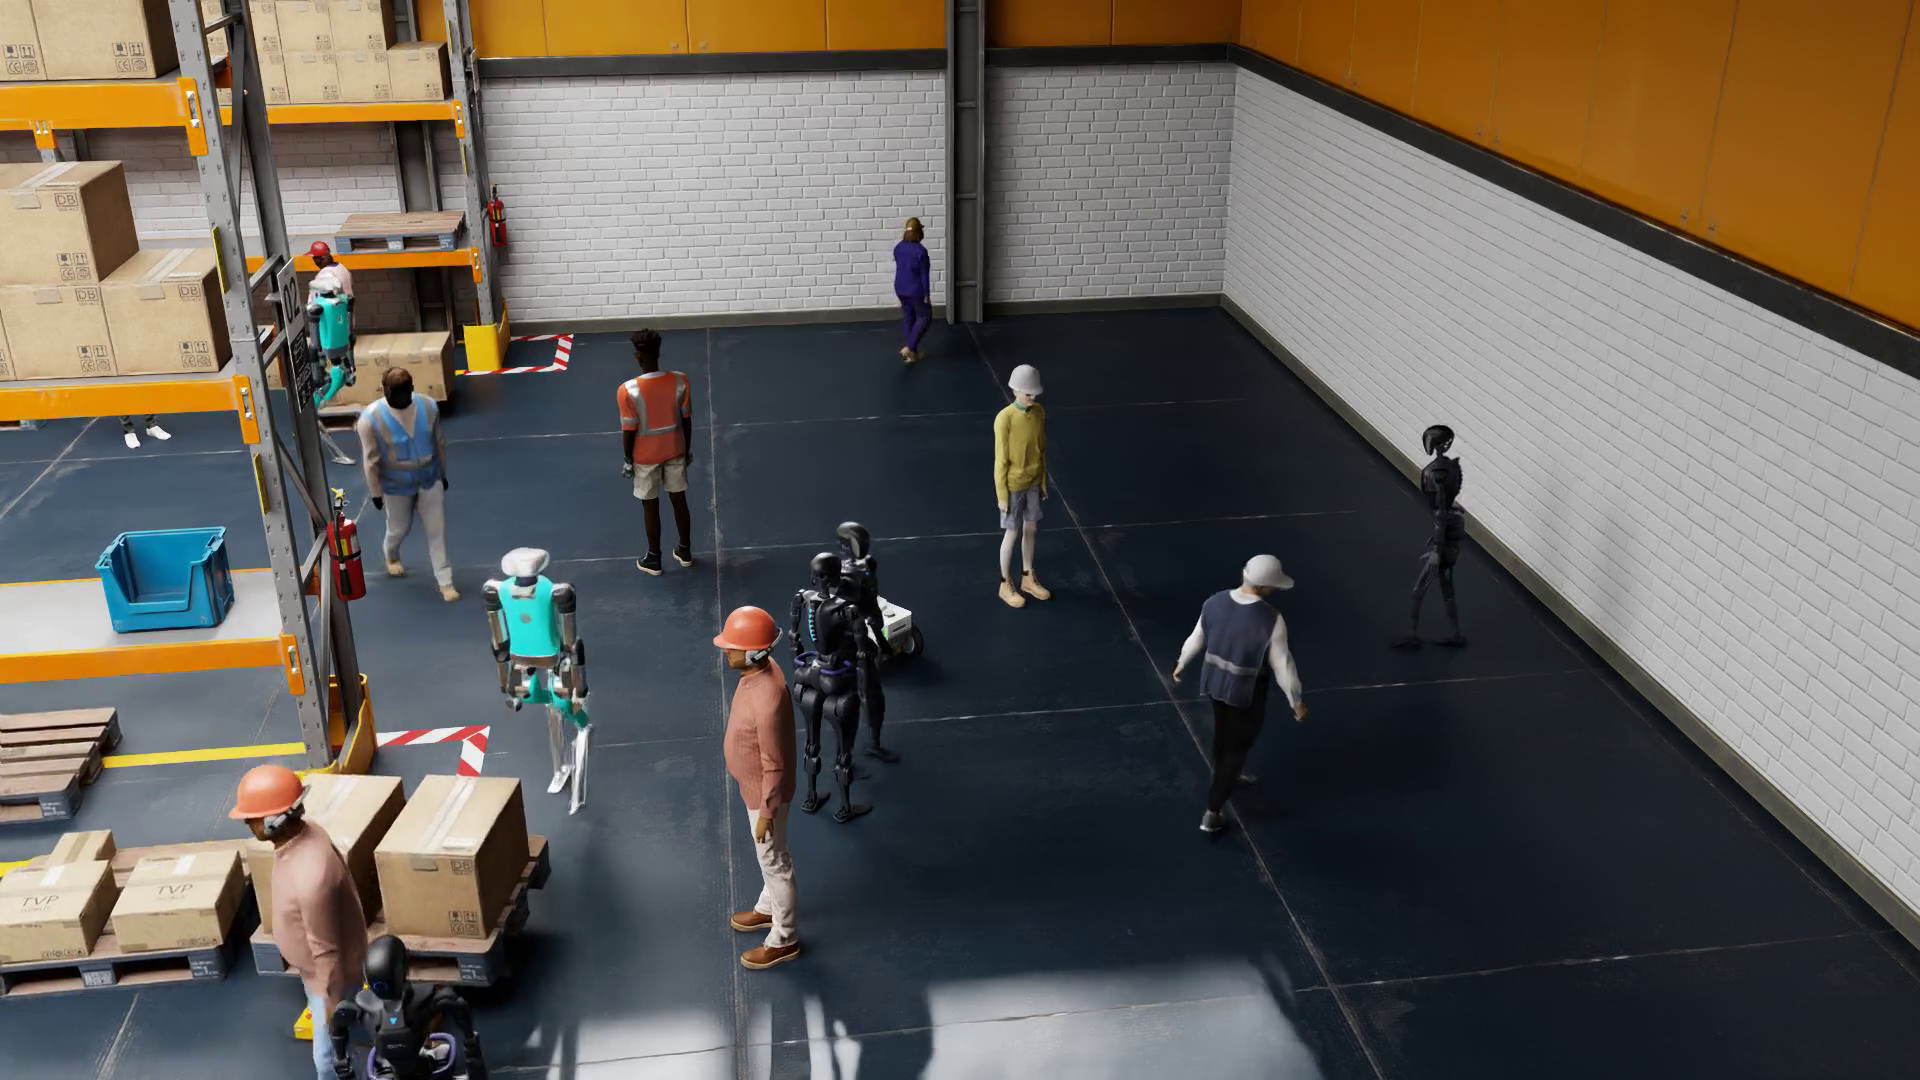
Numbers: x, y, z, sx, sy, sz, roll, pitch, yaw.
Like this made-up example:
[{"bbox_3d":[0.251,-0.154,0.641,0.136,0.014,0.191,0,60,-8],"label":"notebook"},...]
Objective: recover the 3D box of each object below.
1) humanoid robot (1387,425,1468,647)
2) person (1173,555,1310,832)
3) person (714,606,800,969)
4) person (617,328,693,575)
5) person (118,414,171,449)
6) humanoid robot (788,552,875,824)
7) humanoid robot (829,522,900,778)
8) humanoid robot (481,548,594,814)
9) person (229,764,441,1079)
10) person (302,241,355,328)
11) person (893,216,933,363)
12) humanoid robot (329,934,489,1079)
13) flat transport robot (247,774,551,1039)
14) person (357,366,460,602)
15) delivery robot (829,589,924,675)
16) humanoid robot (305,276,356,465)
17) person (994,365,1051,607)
[{"bbox_3d":[3.379,-0.019,11.710,0.561,1.627,0.608,7,25,15],"label":"humanoid robot"},{"bbox_3d":[1.598,0.860,9.647,0.834,1.709,0.733,22,32,40],"label":"person"},{"bbox_3d":[-1.009,1.241,8.425,0.376,1.995,0.610,-5,24,-12],"label":"person"},{"bbox_3d":[-2.335,-0.681,12.841,0.603,1.965,0.367,-16,28,-33],"label":"person"},{"bbox_3d":[-7.759,-1.798,15.498,0.328,1.875,0.508,18,29,35],"label":"person"},{"bbox_3d":[-0.774,0.843,9.707,0.599,1.657,0.315,16,28,31],"label":"humanoid robot"},{"bbox_3d":[-0.600,0.669,10.107,0.386,1.651,0.595,10,26,22],"label":"humanoid robot"},{"bbox_3d":[-2.396,0.764,9.819,0.531,1.753,0.819,2,24,4],"label":"humanoid robot"},{"bbox_3d":[-2.698,1.802,7.199,0.780,1.967,0.645,-18,29,-35],"label":"person"},{"bbox_3d":[-6.113,-2.059,16.246,0.419,1.749,0.605,0,24,-1],"label":"person"},{"bbox_3d":[-0.515,-2.655,17.784,0.463,1.603,0.448,17,29,34],"label":"person"},{"bbox_3d":[-2.146,2.198,6.649,0.603,1.634,0.551,-4,24,-10],"label":"humanoid robot"},{"bbox_3d":[-2.852,2.075,8.669,0.659,0.231,1.431,2,24,4],"label":"flat transport robot"},{"bbox_3d":[-4.176,-0.464,12.544,0.635,1.815,0.835,-18,29,-35],"label":"person"},{"bbox_3d":[-0.661,0.608,11.680,0.811,0.613,0.499,20,30,37],"label":"delivery robot"},{"bbox_3d":[-5.884,-1.520,15.096,0.903,1.820,0.548,10,25,21],"label":"humanoid robot"},{"bbox_3d":[0.447,-0.410,12.339,0.488,1.880,0.413,-19,30,-37],"label":"person"}]
